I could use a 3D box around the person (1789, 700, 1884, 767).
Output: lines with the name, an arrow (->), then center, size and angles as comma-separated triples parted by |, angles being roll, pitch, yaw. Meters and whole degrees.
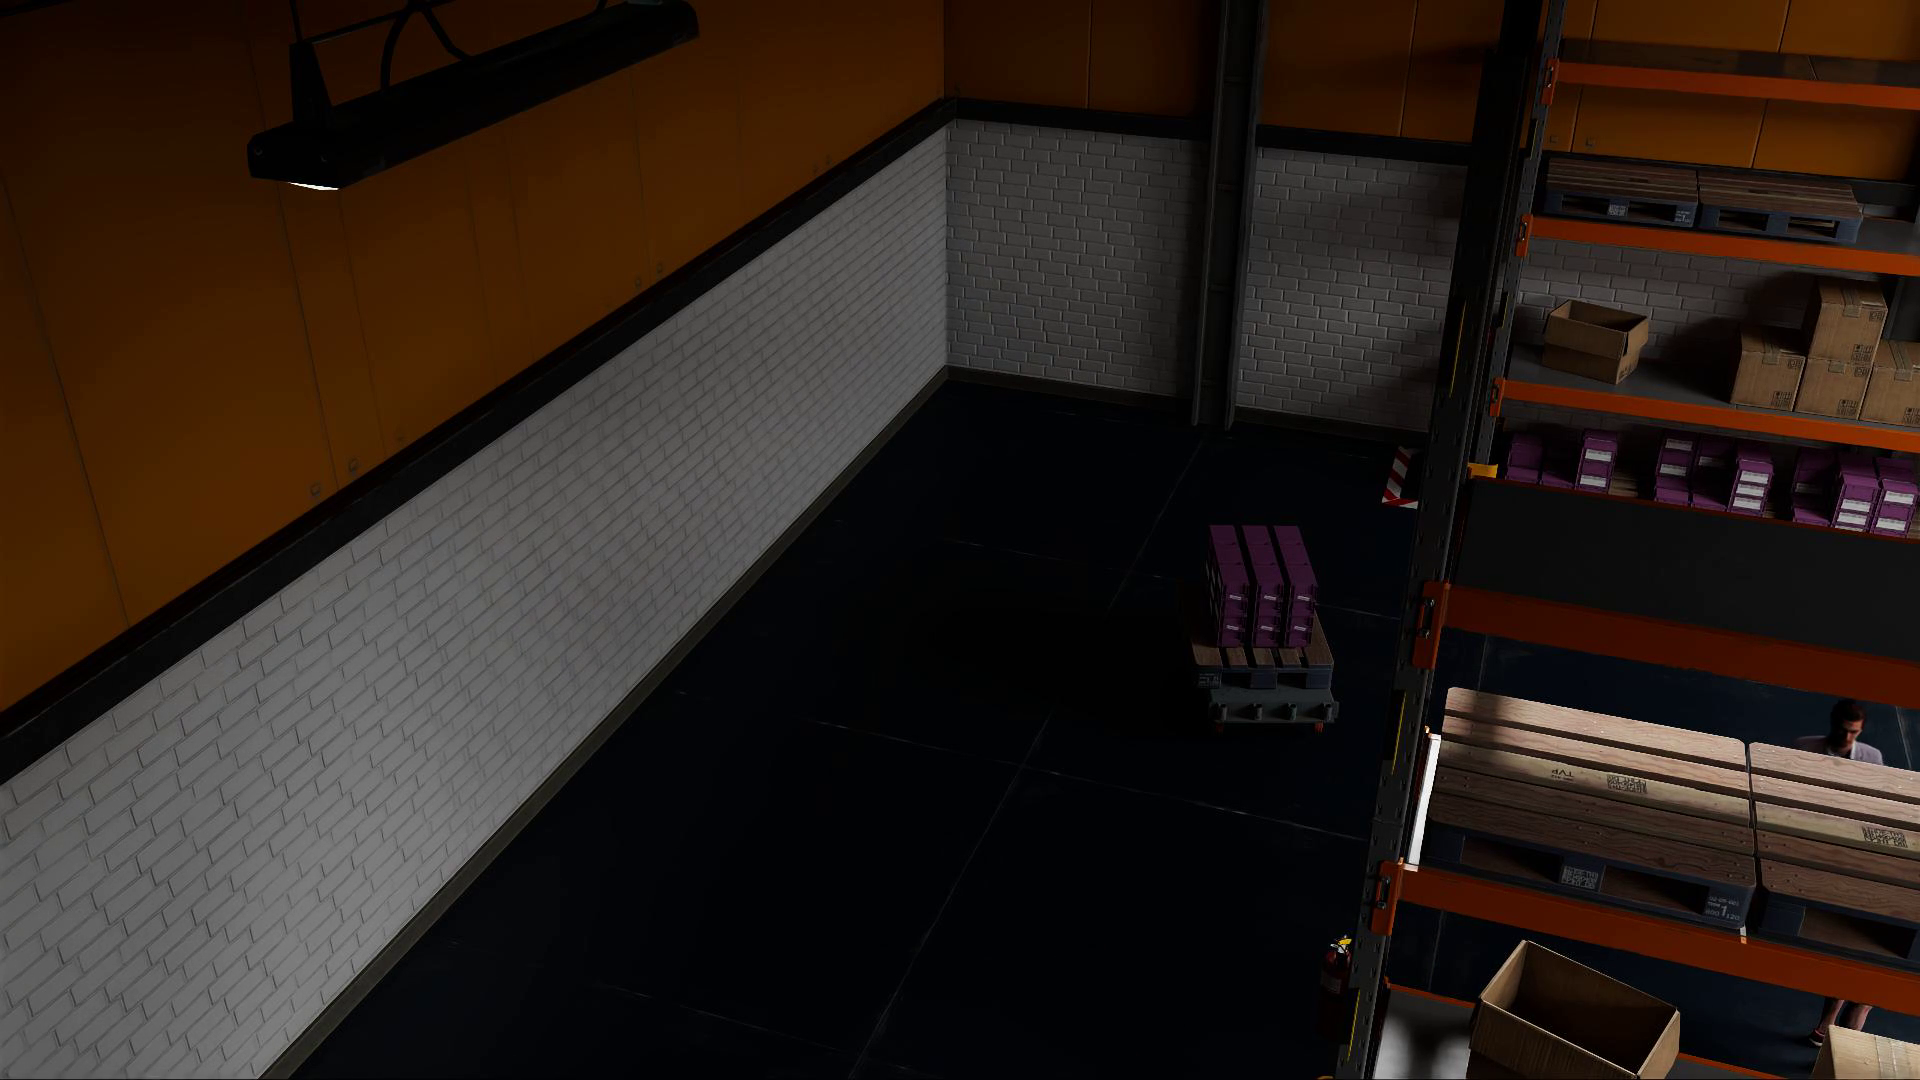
person -> 5.095, 1.699, 9.882 | 0.493, 1.844, 0.715 | 10, 30, 18
